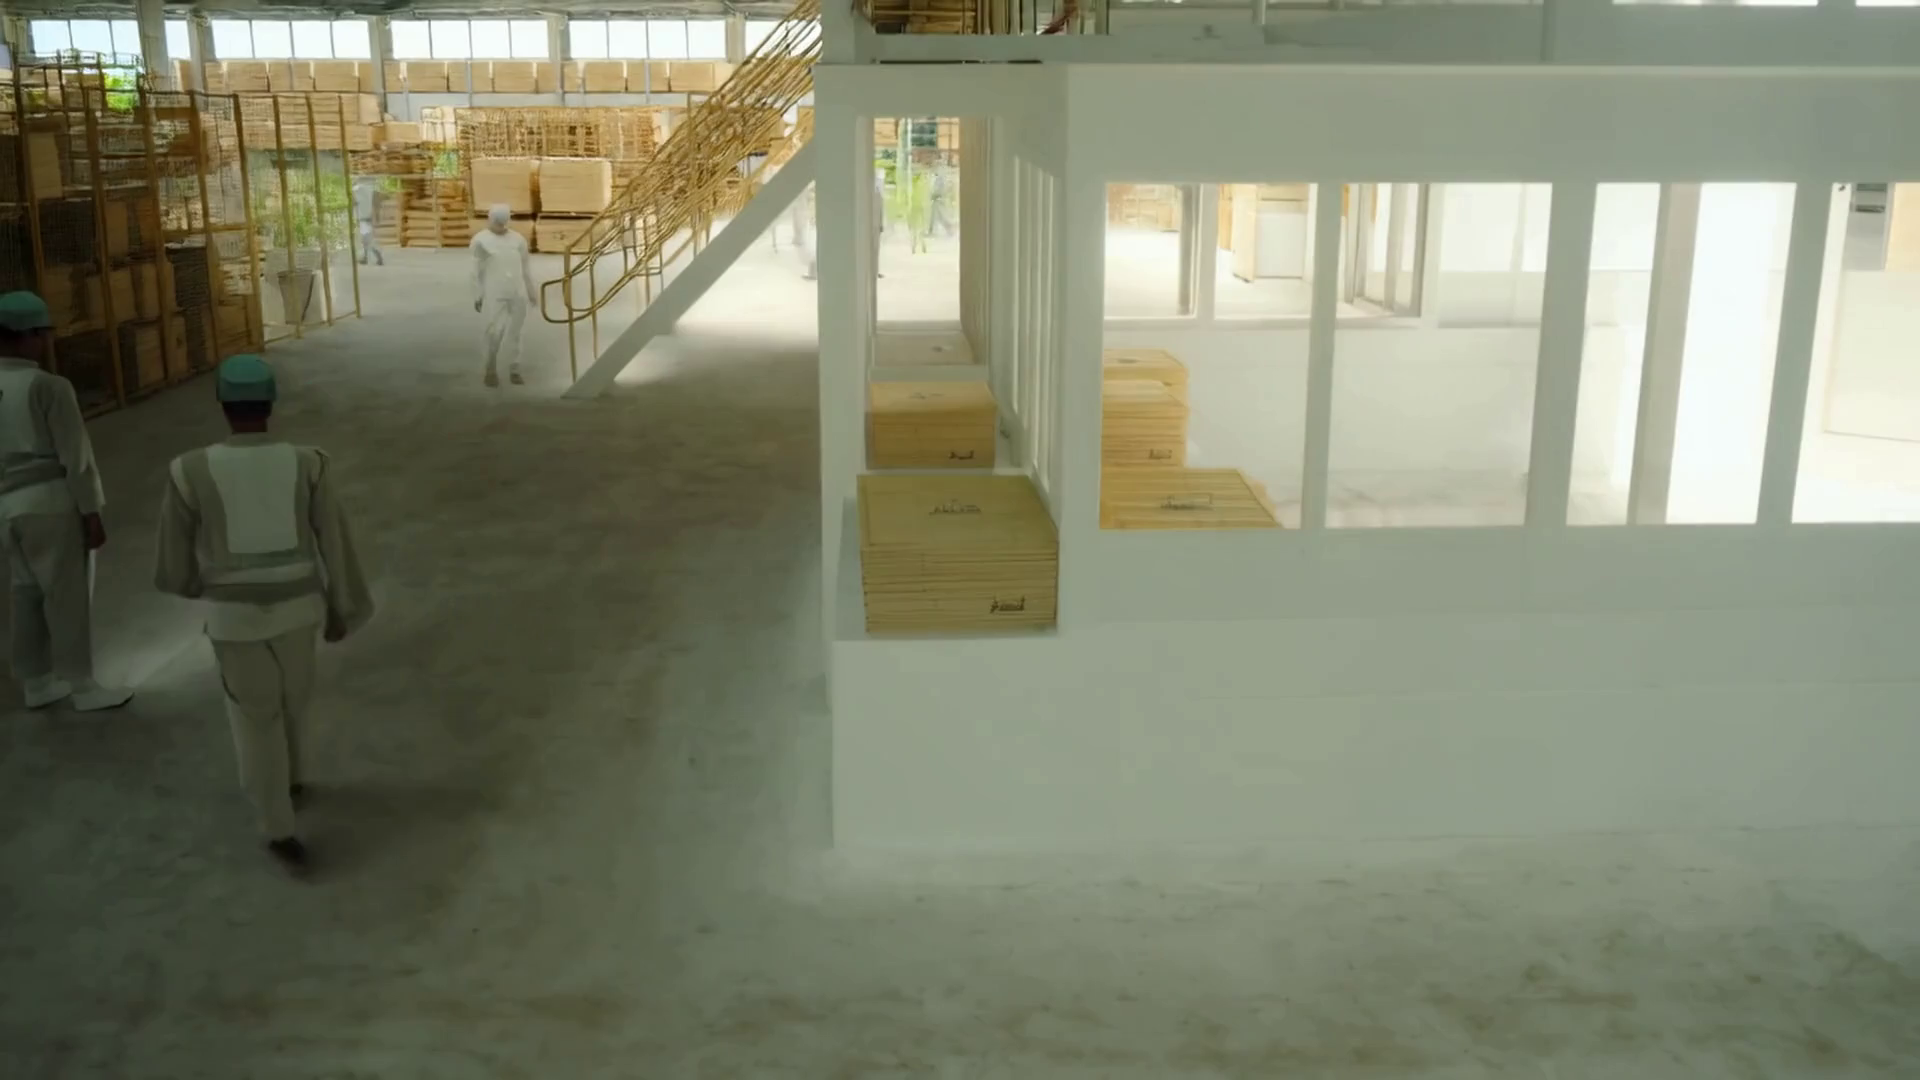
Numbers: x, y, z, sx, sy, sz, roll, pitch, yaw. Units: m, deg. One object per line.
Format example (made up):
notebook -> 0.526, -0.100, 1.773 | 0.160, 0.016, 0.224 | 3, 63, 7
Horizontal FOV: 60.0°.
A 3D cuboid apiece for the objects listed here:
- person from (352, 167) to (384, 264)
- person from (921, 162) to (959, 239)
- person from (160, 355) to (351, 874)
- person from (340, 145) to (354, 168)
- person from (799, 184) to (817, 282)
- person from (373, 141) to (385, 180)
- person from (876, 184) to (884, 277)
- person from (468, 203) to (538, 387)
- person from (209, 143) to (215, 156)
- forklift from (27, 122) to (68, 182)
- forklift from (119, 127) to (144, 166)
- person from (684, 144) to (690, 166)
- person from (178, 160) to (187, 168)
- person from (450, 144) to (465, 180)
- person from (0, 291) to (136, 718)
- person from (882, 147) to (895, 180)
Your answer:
person -> -11.684, -6.379, 32.798 | 0.796, 1.916, 0.548 | 9, 17, 31
person -> -0.474, -8.237, 40.353 | 0.871, 1.859, 0.579 | 1, 14, 3
person -> -2.686, 0.245, 6.361 | 0.622, 1.890, 1.017 | -9, 17, -32
person -> -27.425, -16.757, 74.435 | 0.600, 1.829, 0.404 | 1, 14, 6
person -> -2.296, -5.462, 29.241 | 1.021, 1.872, 0.597 | 0, 14, -2
person -> -28.998, -18.963, 83.133 | 0.662, 1.886, 0.459 | -12, 19, -40
person -> -1.647, -5.774, 30.114 | 0.688, 2.000, 0.538 | -9, 17, -32
person -> -4.837, -2.596, 17.649 | 0.489, 1.925, 0.635 | 13, 19, 42
person -> -40.151, -20.371, 89.060 | 0.432, 1.727, 0.513 | 9, 17, 32
forklift -> -35.376, -14.773, 64.377 | 1.129, 2.768, 1.873 | -1, 14, -2
forklift -> -37.800, -17.825, 76.577 | 1.873, 2.768, 1.129 | 7, 16, 26
person -> -12.896, -17.951, 79.213 | 0.404, 1.829, 0.591 | 7, 16, 26
person -> -30.494, -14.430, 65.425 | 0.535, 1.686, 0.462 | 11, 18, 38
person -> -22.556, -16.822, 74.669 | 0.572, 1.840, 0.373 | -6, 15, -24
person -> -4.255, -0.152, 7.731 | 0.609, 1.996, 0.378 | 3, 14, 14
person -> -3.228, -16.931, 74.798 | 0.611, 1.996, 0.378 | 7, 15, 25
